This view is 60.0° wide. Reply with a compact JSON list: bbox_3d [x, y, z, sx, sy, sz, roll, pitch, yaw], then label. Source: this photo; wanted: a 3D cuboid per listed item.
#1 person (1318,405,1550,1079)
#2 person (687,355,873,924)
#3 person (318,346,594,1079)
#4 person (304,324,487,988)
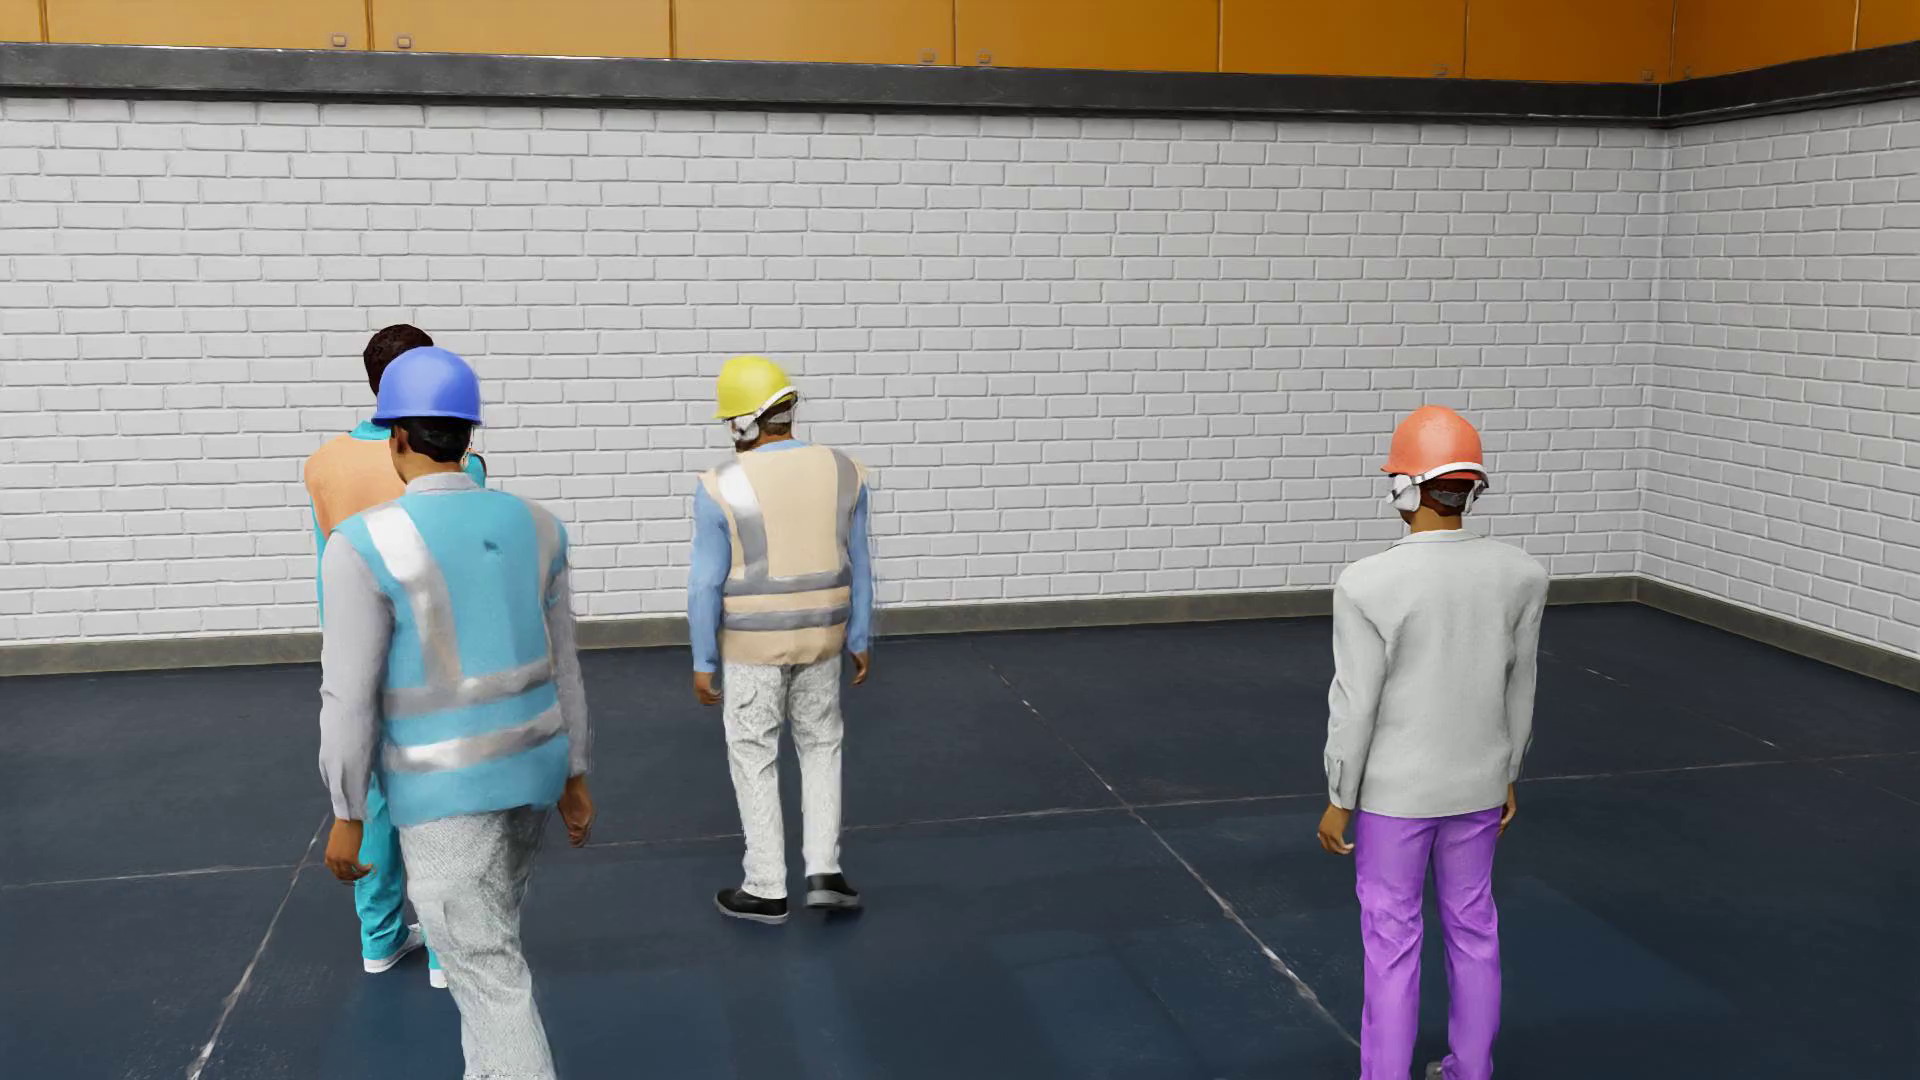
[{"bbox_3d":[1.098,0.557,3.951,0.559,1.752,0.325,-3,10,-20],"label":"person"},{"bbox_3d":[-0.555,0.323,5.251,0.610,1.811,0.464,-6,11,-32],"label":"person"},{"bbox_3d":[-1.051,0.540,3.653,0.703,1.907,0.625,5,11,30],"label":"person"},{"bbox_3d":[-1.598,0.341,4.806,0.587,1.911,0.397,4,10,21],"label":"person"}]
